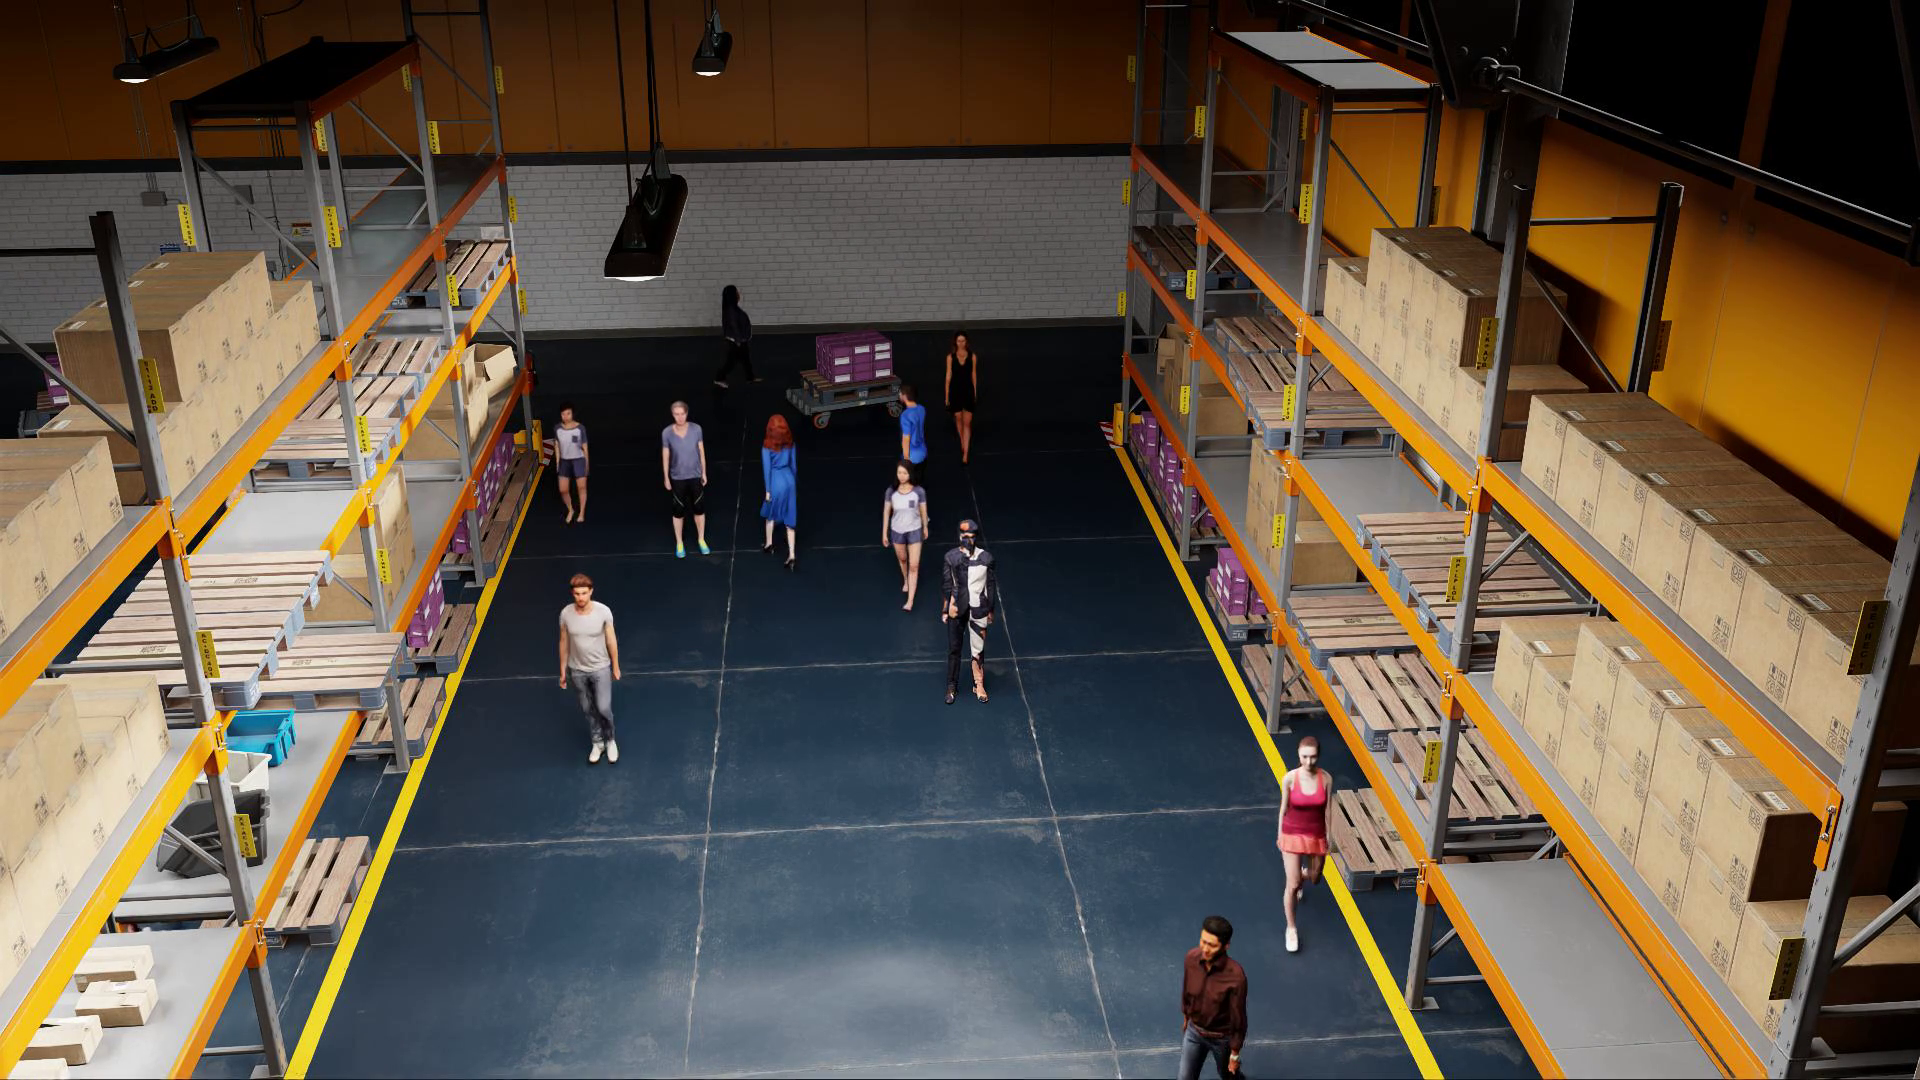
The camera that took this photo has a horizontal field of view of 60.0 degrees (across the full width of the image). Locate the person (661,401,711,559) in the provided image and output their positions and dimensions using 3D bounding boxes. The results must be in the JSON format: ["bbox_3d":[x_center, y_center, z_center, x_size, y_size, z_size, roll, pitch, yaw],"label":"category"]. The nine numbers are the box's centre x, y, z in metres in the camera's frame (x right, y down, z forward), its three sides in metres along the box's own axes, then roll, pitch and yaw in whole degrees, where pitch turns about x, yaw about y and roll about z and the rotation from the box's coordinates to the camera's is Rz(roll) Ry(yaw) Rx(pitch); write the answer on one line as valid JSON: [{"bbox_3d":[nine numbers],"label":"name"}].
[{"bbox_3d":[-3.185,-0.729,19.323,0.714,1.885,0.683,-8,25,-18],"label":"person"}]

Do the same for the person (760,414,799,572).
[{"bbox_3d":[-1.998,-0.495,18.908,0.889,1.791,1.060,-15,28,-31],"label":"person"}]

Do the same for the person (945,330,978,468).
[{"bbox_3d":[0.014,-1.909,22.150,0.615,1.784,1.143,-1,24,-2],"label":"person"}]

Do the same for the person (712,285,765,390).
[{"bbox_3d":[-3.436,-3.024,24.965,0.877,1.572,1.039,-8,25,-17],"label":"person"}]

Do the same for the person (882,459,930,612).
[{"bbox_3d":[-0.570,-0.110,18.197,0.801,1.655,1.160,3,24,7],"label":"person"}]

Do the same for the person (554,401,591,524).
[{"bbox_3d":[-4.713,-0.982,20.314,0.606,1.555,0.610,1,24,1],"label":"person"}]

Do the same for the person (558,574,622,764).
[{"bbox_3d":[-3.339,1.121,15.095,0.702,1.883,0.645,1,24,2],"label":"person"}]

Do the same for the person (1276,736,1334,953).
[{"bbox_3d":[2.635,2.240,12.724,0.644,1.732,1.004,1,24,3],"label":"person"}]

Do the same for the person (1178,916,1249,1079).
[{"bbox_3d":[1.674,3.135,10.668,1.153,1.739,1.229,17,29,34],"label":"person"}]

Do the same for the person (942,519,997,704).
[{"bbox_3d":[0.081,0.674,16.106,0.681,1.893,0.588,-1,24,-2],"label":"person"}]

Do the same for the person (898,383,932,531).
[{"bbox_3d":[-0.481,-0.965,19.906,0.857,1.852,0.805,14,27,29],"label":"person"}]
